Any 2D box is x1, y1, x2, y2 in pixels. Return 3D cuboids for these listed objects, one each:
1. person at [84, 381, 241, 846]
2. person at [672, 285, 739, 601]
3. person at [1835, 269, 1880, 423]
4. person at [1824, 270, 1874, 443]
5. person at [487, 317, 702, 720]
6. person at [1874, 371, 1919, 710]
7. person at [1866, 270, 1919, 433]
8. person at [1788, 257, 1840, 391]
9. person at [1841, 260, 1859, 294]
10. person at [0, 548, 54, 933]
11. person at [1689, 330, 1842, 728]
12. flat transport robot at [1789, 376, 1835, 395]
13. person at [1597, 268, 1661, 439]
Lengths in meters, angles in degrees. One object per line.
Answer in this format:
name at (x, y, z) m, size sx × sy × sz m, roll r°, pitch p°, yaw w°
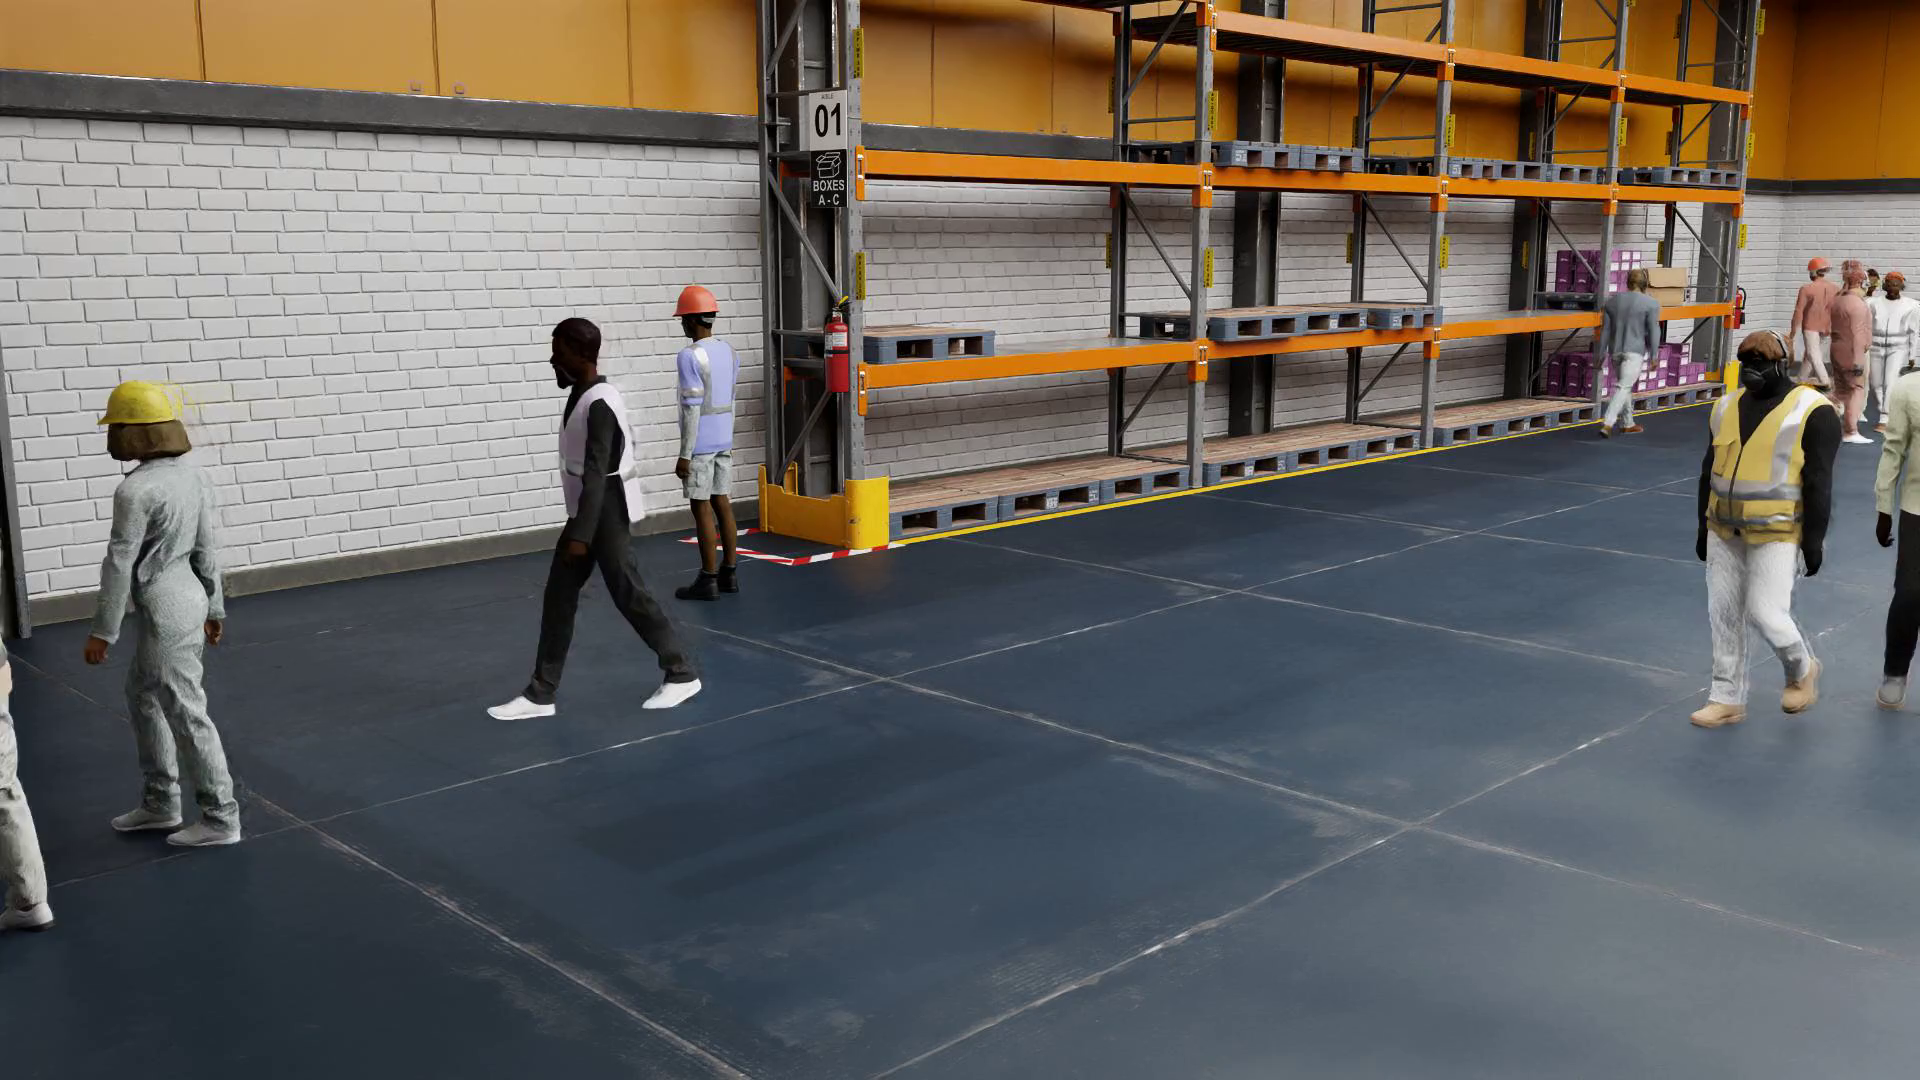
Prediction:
person at (-2.973, 0.289, 6.027) m, size 0.665 × 1.719 × 0.494 m, roll -1°, pitch 10°, yaw -5°
person at (-1.591, -0.593, 10.262) m, size 0.365 × 1.934 × 0.553 m, roll 5°, pitch 11°, yaw 24°
person at (10.923, -2.376, 20.225) m, size 0.527 × 1.847 × 0.768 m, roll 2°, pitch 11°, yaw 12°
person at (9.552, -1.984, 18.018) m, size 0.663 × 1.878 × 0.671 m, roll 2°, pitch 11°, yaw 8°
person at (-1.679, -0.094, 7.736) m, size 0.985 × 1.878 × 0.608 m, roll -6°, pitch 12°, yaw -28°
person at (4.513, -0.122, 7.582) m, size 0.607 × 1.973 × 0.443 m, roll 5°, pitch 11°, yaw 25°
person at (10.693, -2.180, 19.173) m, size 0.610 × 1.856 × 0.803 m, roll 8°, pitch 13°, yaw 38°
person at (11.814, -2.919, 22.958) m, size 0.619 × 1.941 × 1.049 m, roll -3°, pitch 11°, yaw -16°
person at (12.689, -3.039, 23.726) m, size 0.400 × 1.887 × 0.678 m, roll 7°, pitch 12°, yaw 32°
person at (-3.089, 0.510, 5.132) m, size 0.397 × 1.652 × 0.526 m, roll -1°, pitch 10°, yaw -3°
person at (3.649, -0.043, 7.563) m, size 0.541 × 1.823 × 0.642 m, roll -5°, pitch 12°, yaw -28°
flat transport robot at (11.860, -2.141, 23.247) m, size 0.652 × 0.197 × 1.431 m, roll 7°, pitch 12°, yaw 33°
person at (7.387, -2.064, 18.462) m, size 0.969 × 1.891 × 0.647 m, roll -8°, pitch 13°, yaw -36°
